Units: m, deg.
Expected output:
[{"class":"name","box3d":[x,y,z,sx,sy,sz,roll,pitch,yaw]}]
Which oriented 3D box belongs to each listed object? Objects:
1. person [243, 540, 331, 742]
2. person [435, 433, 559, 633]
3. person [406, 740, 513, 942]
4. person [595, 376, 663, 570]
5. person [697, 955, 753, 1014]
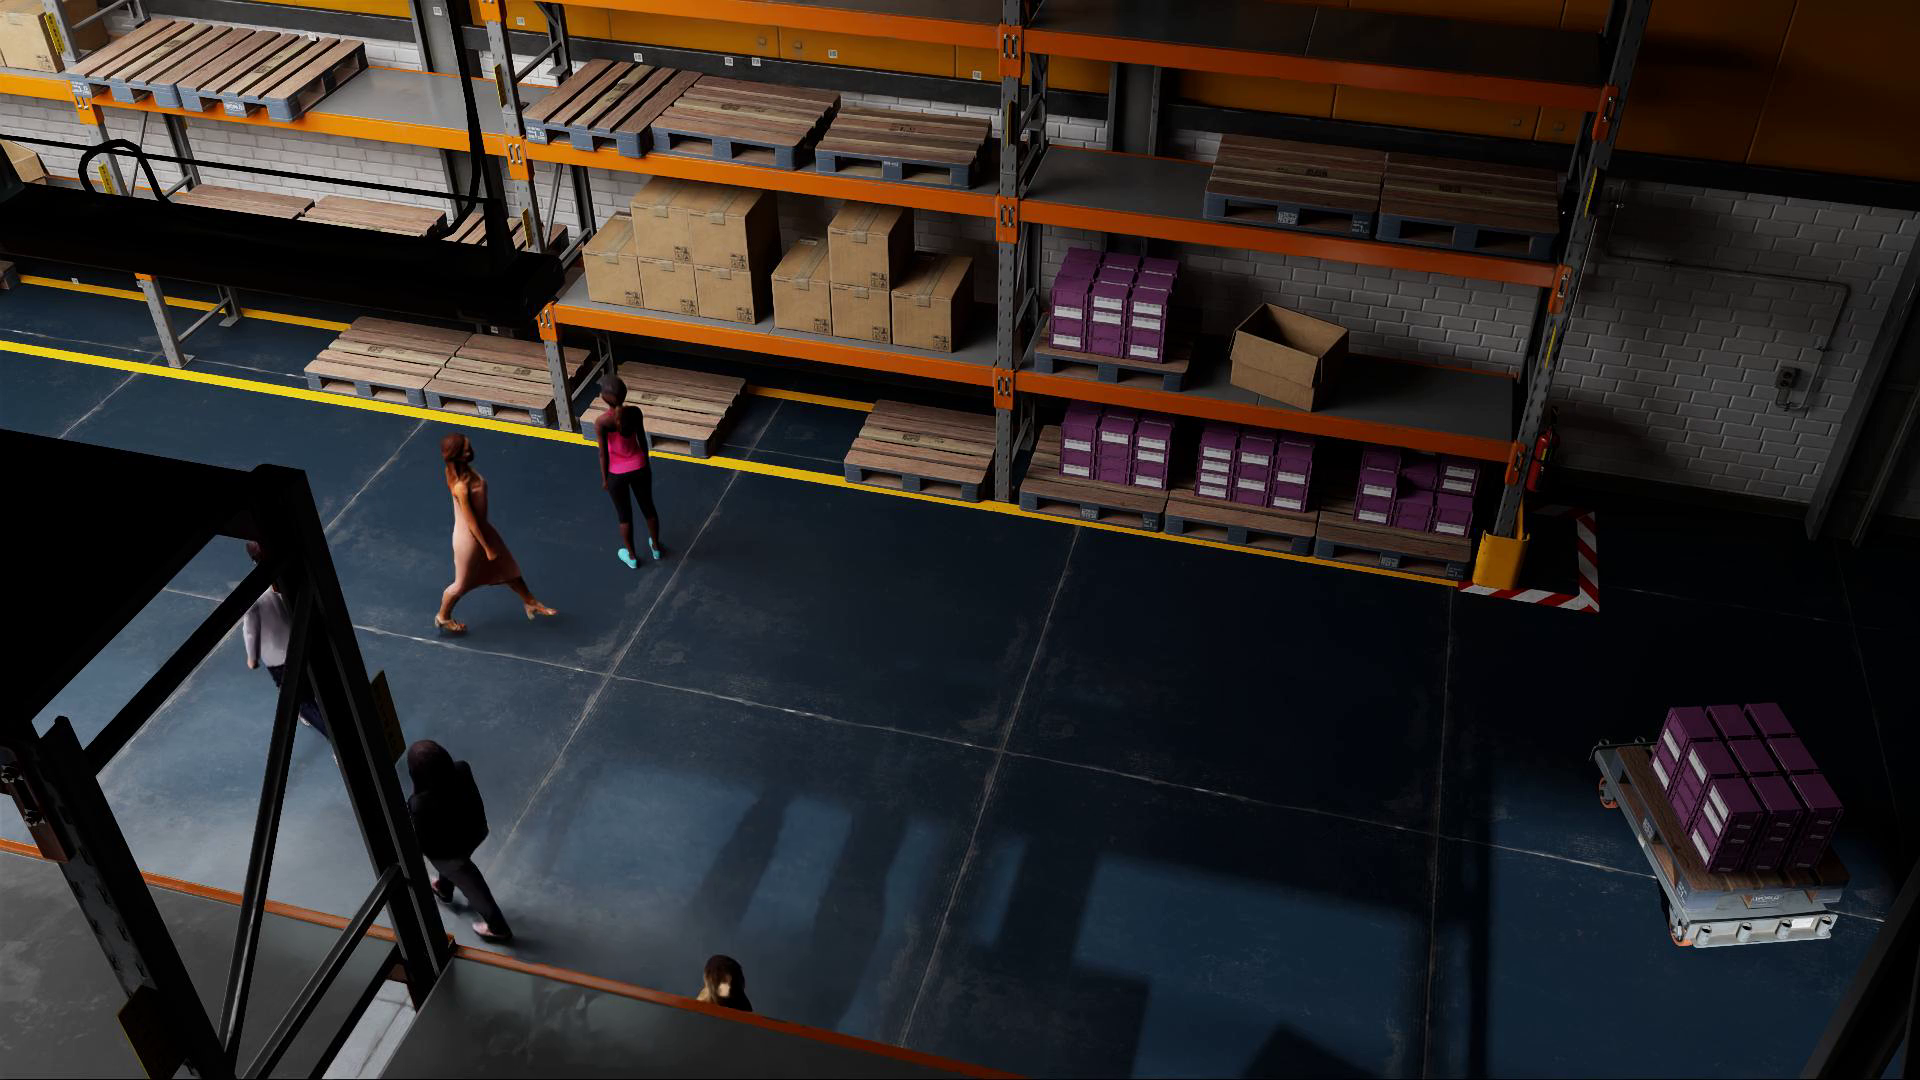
[{"class":"person","box3d":[-4.467,0.756,11.199,1.252,1.816,0.916,21,43,24]},{"class":"person","box3d":[-3.652,0.012,12.158,1.216,1.781,0.900,-4,39,-5]},{"class":"person","box3d":[-2.975,1.849,10.015,0.957,1.585,0.643,11,40,13]},{"class":"person","box3d":[-2.573,-0.525,12.878,0.657,1.722,0.720,-19,42,-22]},{"class":"person","box3d":[-1.292,2.751,8.856,0.749,1.622,0.638,14,41,17]}]
